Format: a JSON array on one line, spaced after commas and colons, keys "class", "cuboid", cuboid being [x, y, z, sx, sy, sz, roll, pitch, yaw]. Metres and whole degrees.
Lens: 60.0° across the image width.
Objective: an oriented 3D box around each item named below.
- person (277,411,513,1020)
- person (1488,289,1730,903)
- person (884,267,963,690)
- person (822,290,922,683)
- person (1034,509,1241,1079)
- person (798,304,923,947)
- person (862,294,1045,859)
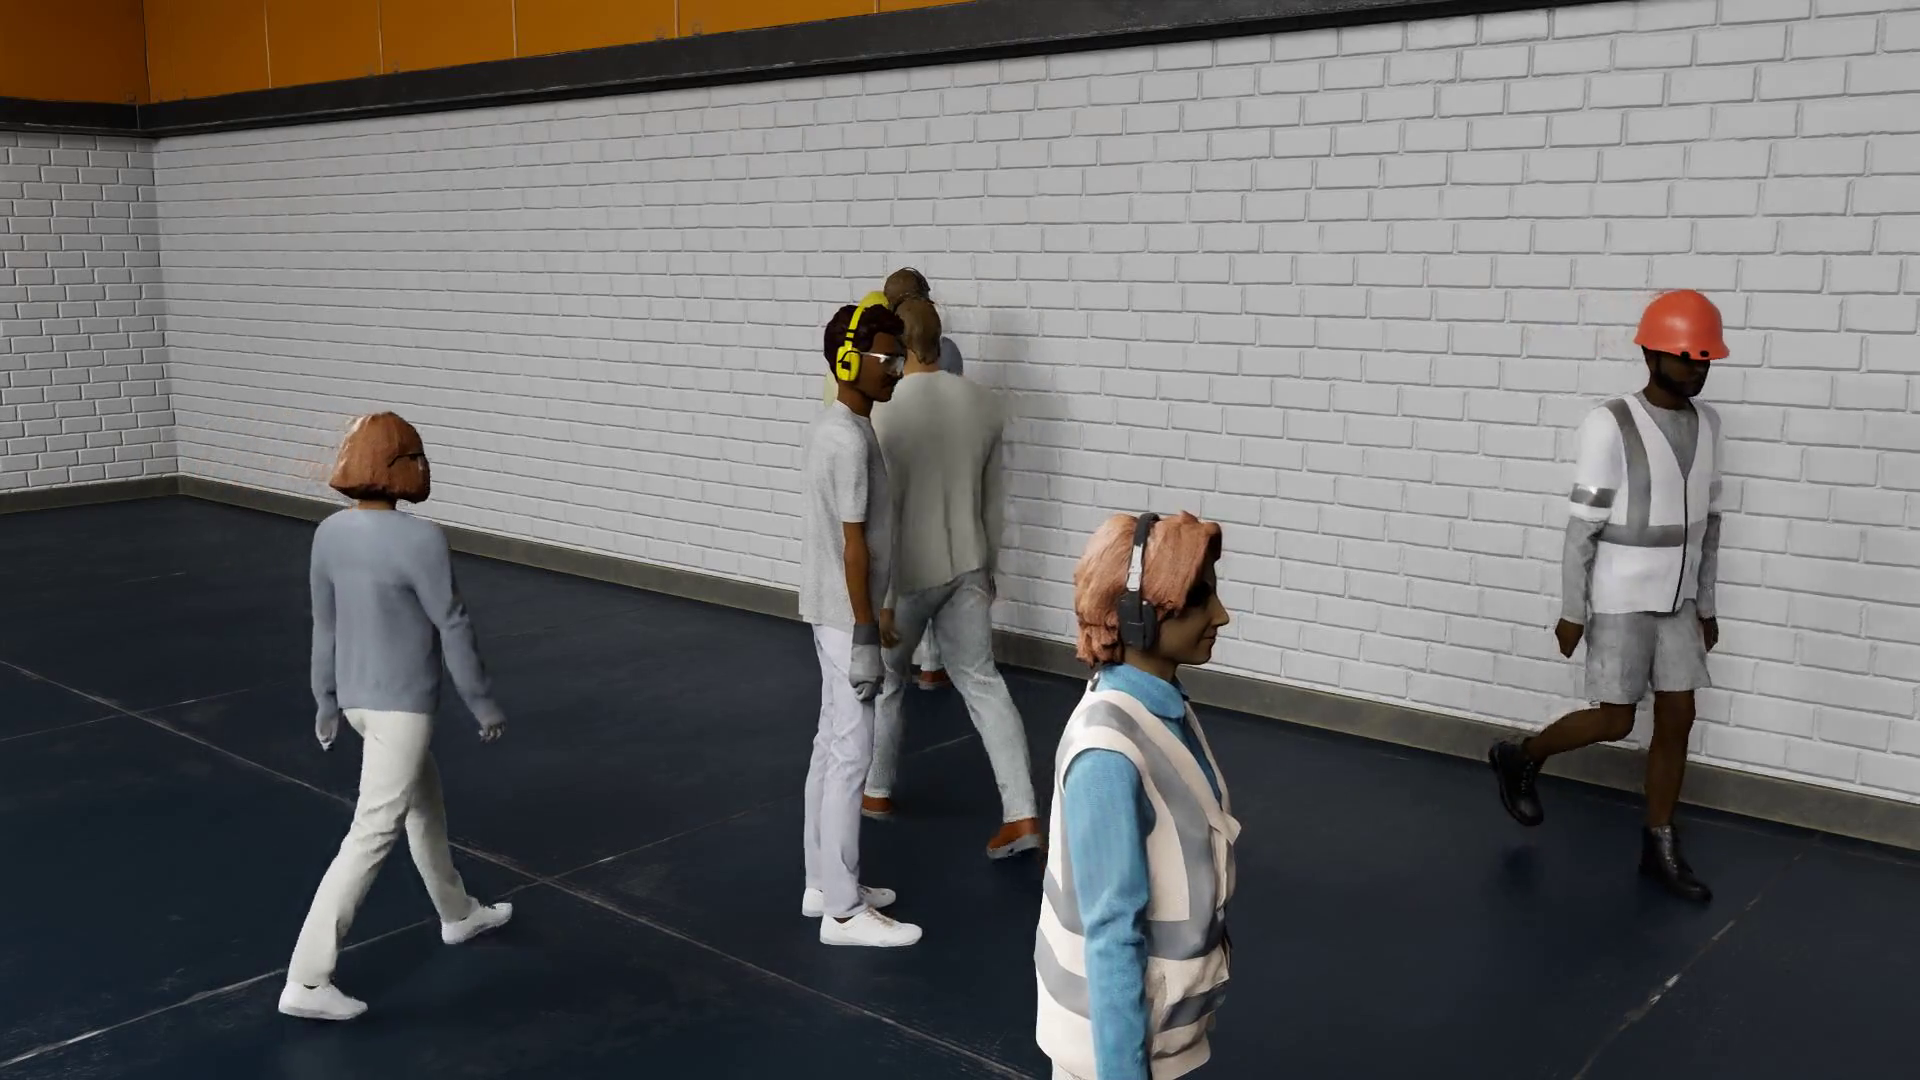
[{"class": "person", "cuboid": [-1.562, 0.450, 4.504, 0.509, 1.592, 0.859, 7, 12, 36]}, {"class": "person", "cuboid": [2.118, 0.151, 5.323, 0.572, 1.910, 0.703, -4, 11, -23]}, {"class": "person", "cuboid": [-0.249, -0.274, 7.647, 0.627, 1.934, 0.370, 4, 11, 23]}, {"class": "person", "cuboid": [-0.363, -0.227, 7.674, 0.592, 1.828, 0.404, -4, 11, -20]}, {"class": "person", "cuboid": [0.266, 0.767, 2.559, 0.311, 1.639, 0.512, 2, 10, 12]}, {"class": "person", "cuboid": [-0.307, 0.251, 4.874, 0.325, 1.859, 0.516, -2, 10, -13]}, {"class": "person", "cuboid": [-0.069, 0.120, 5.581, 0.650, 1.885, 1.060, -8, 13, -38]}]
